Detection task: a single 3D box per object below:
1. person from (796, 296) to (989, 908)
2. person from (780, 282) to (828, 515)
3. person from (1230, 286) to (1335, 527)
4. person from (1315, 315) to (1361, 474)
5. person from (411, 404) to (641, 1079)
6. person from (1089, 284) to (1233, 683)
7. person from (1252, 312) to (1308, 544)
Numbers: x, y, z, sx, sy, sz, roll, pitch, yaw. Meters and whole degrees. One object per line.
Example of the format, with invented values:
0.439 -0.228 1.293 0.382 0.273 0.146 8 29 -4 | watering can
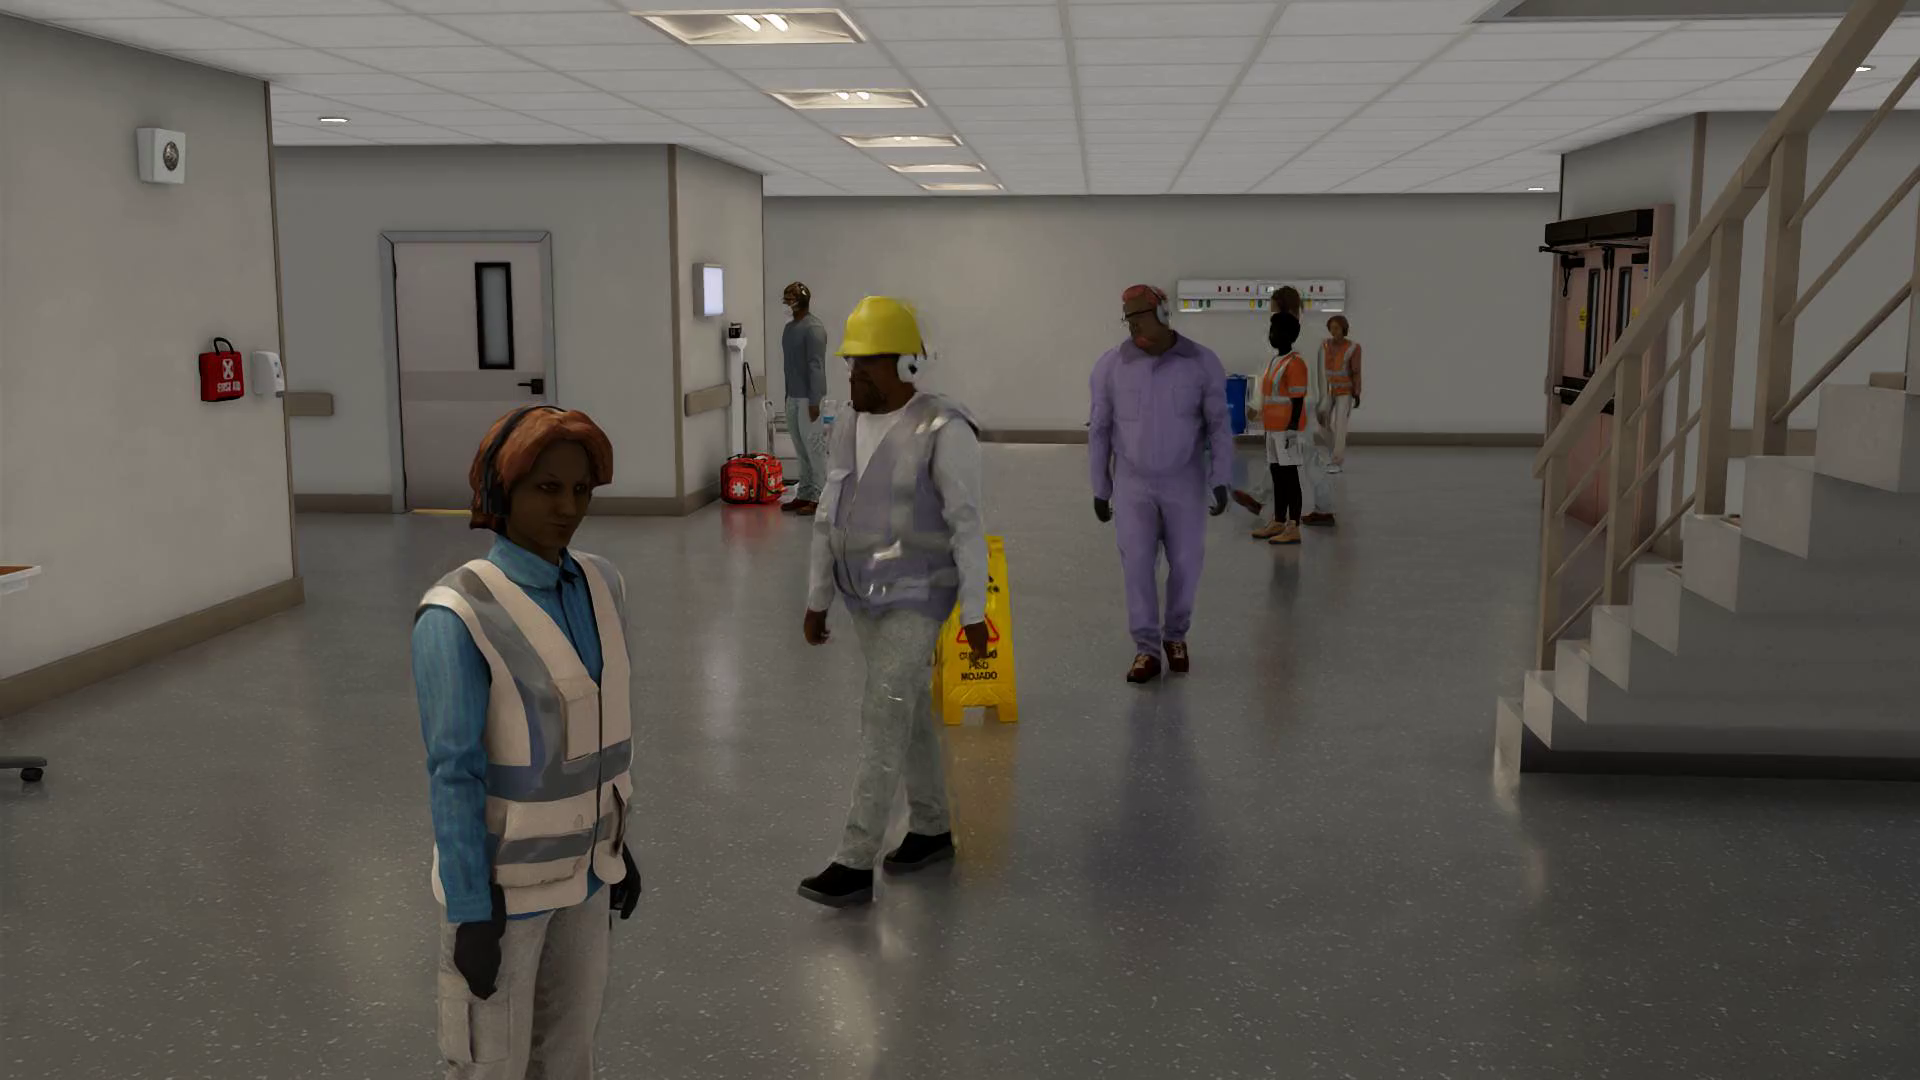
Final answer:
-0.292 0.181 5.015 0.829 1.801 0.626 -8 11 -42 | person
-1.294 -1.169 13.810 0.378 1.931 0.624 -5 10 -29 | person
2.573 -1.065 13.222 1.048 1.876 0.630 7 11 39 | person
3.864 -1.494 17.036 0.542 1.625 0.425 5 10 32 | person
-0.715 0.589 2.830 0.314 1.636 0.515 3 9 20 | person
0.949 -0.272 7.906 0.677 1.862 0.566 1 8 6 | person
2.361 -0.818 12.191 0.316 1.696 0.540 -2 9 -11 | person
